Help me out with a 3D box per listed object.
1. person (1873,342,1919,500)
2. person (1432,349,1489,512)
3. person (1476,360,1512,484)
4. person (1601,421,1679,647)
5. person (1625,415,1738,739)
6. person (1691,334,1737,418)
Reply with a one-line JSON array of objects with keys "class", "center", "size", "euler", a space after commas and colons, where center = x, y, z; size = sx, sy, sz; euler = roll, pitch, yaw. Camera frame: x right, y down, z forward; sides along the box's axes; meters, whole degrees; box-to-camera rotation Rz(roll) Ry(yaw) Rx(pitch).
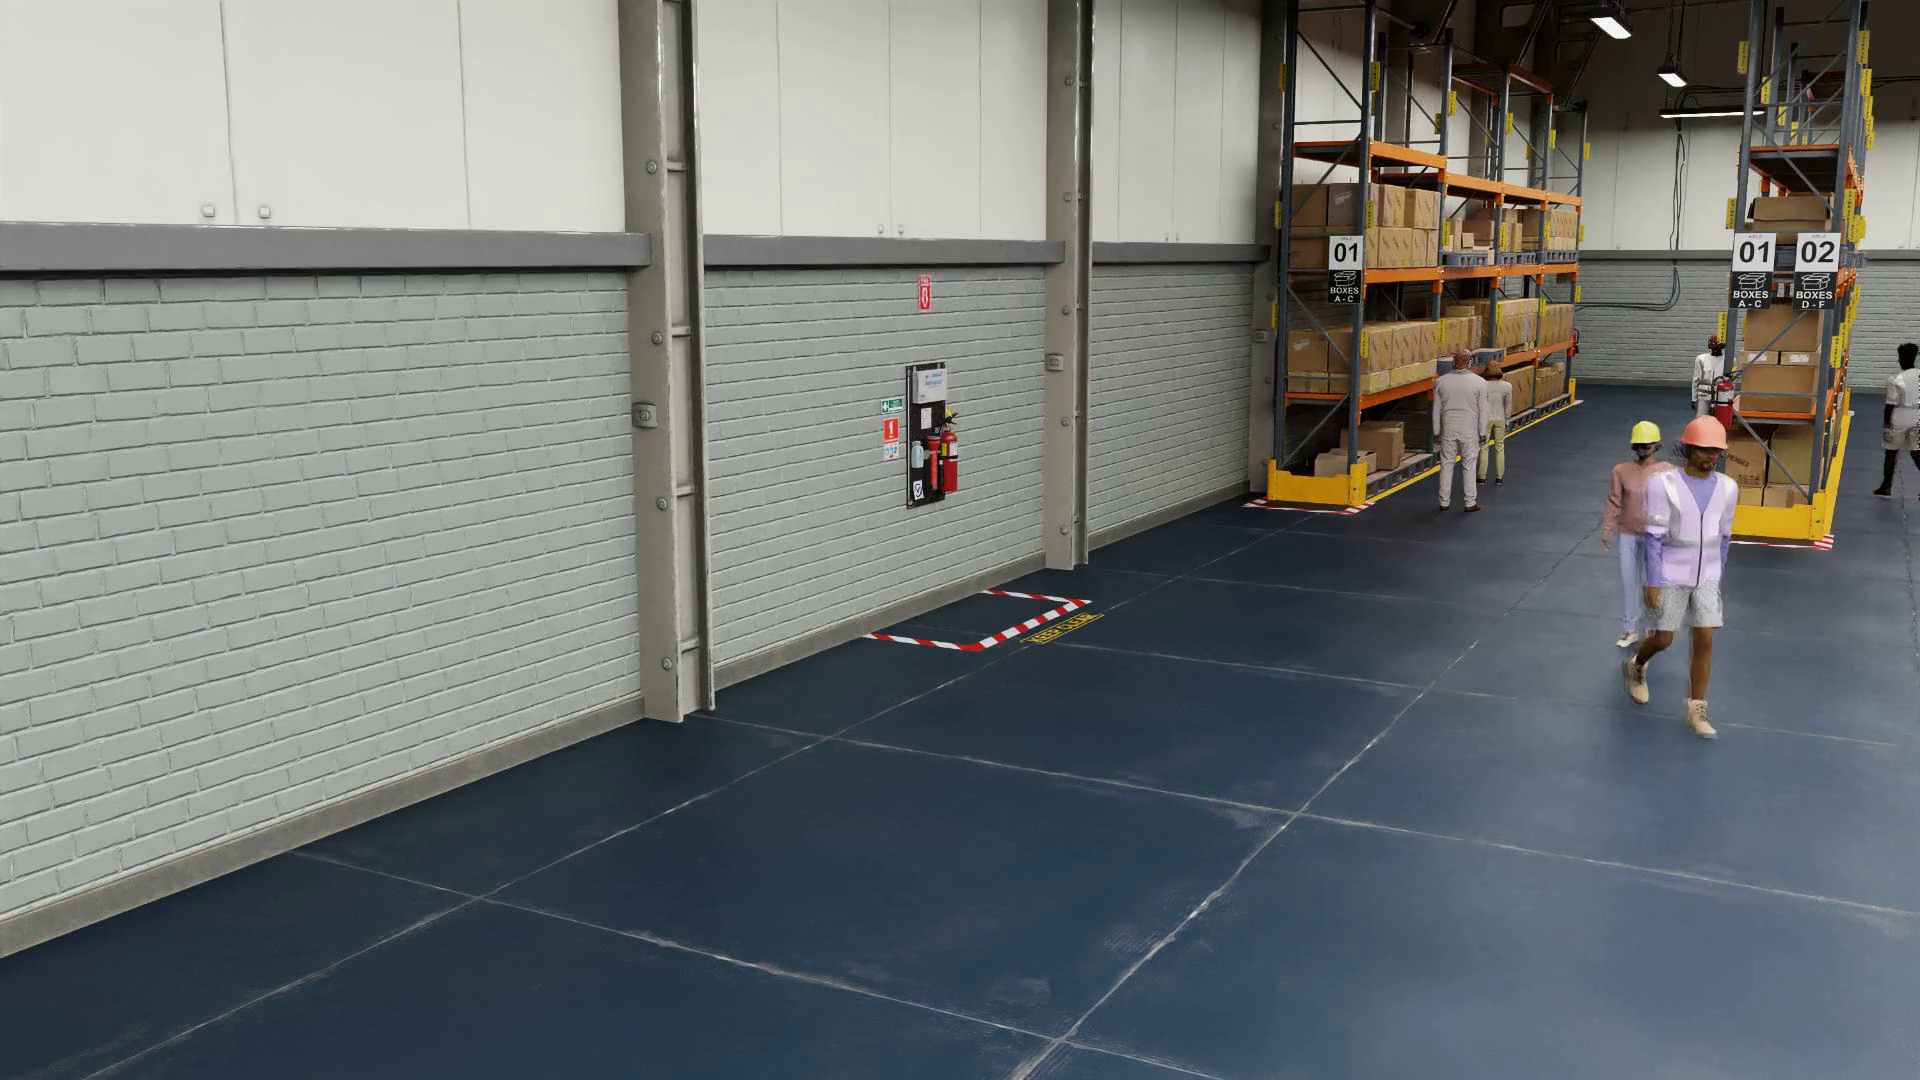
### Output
[{"class": "person", "center": [11.616, -1.445, 20.366], "size": [0.644, 1.945, 0.783], "euler": [0, 10, 2]}, {"class": "person", "center": [5.881, -1.284, 19.546], "size": [0.636, 1.911, 0.404], "euler": [6, 11, 30]}, {"class": "person", "center": [6.980, -1.539, 21.839], "size": [0.499, 1.634, 0.288], "euler": [0, 10, -1]}, {"class": "person", "center": [5.180, -0.032, 12.673], "size": [0.539, 1.754, 0.365], "euler": [8, 13, 41]}, {"class": "person", "center": [4.581, 0.198, 10.572], "size": [0.610, 2.020, 0.818], "euler": [0, 10, -3]}, {"class": "person", "center": [10.856, -2.031, 23.995], "size": [0.574, 1.883, 0.356], "euler": [5, 11, 29]}]
